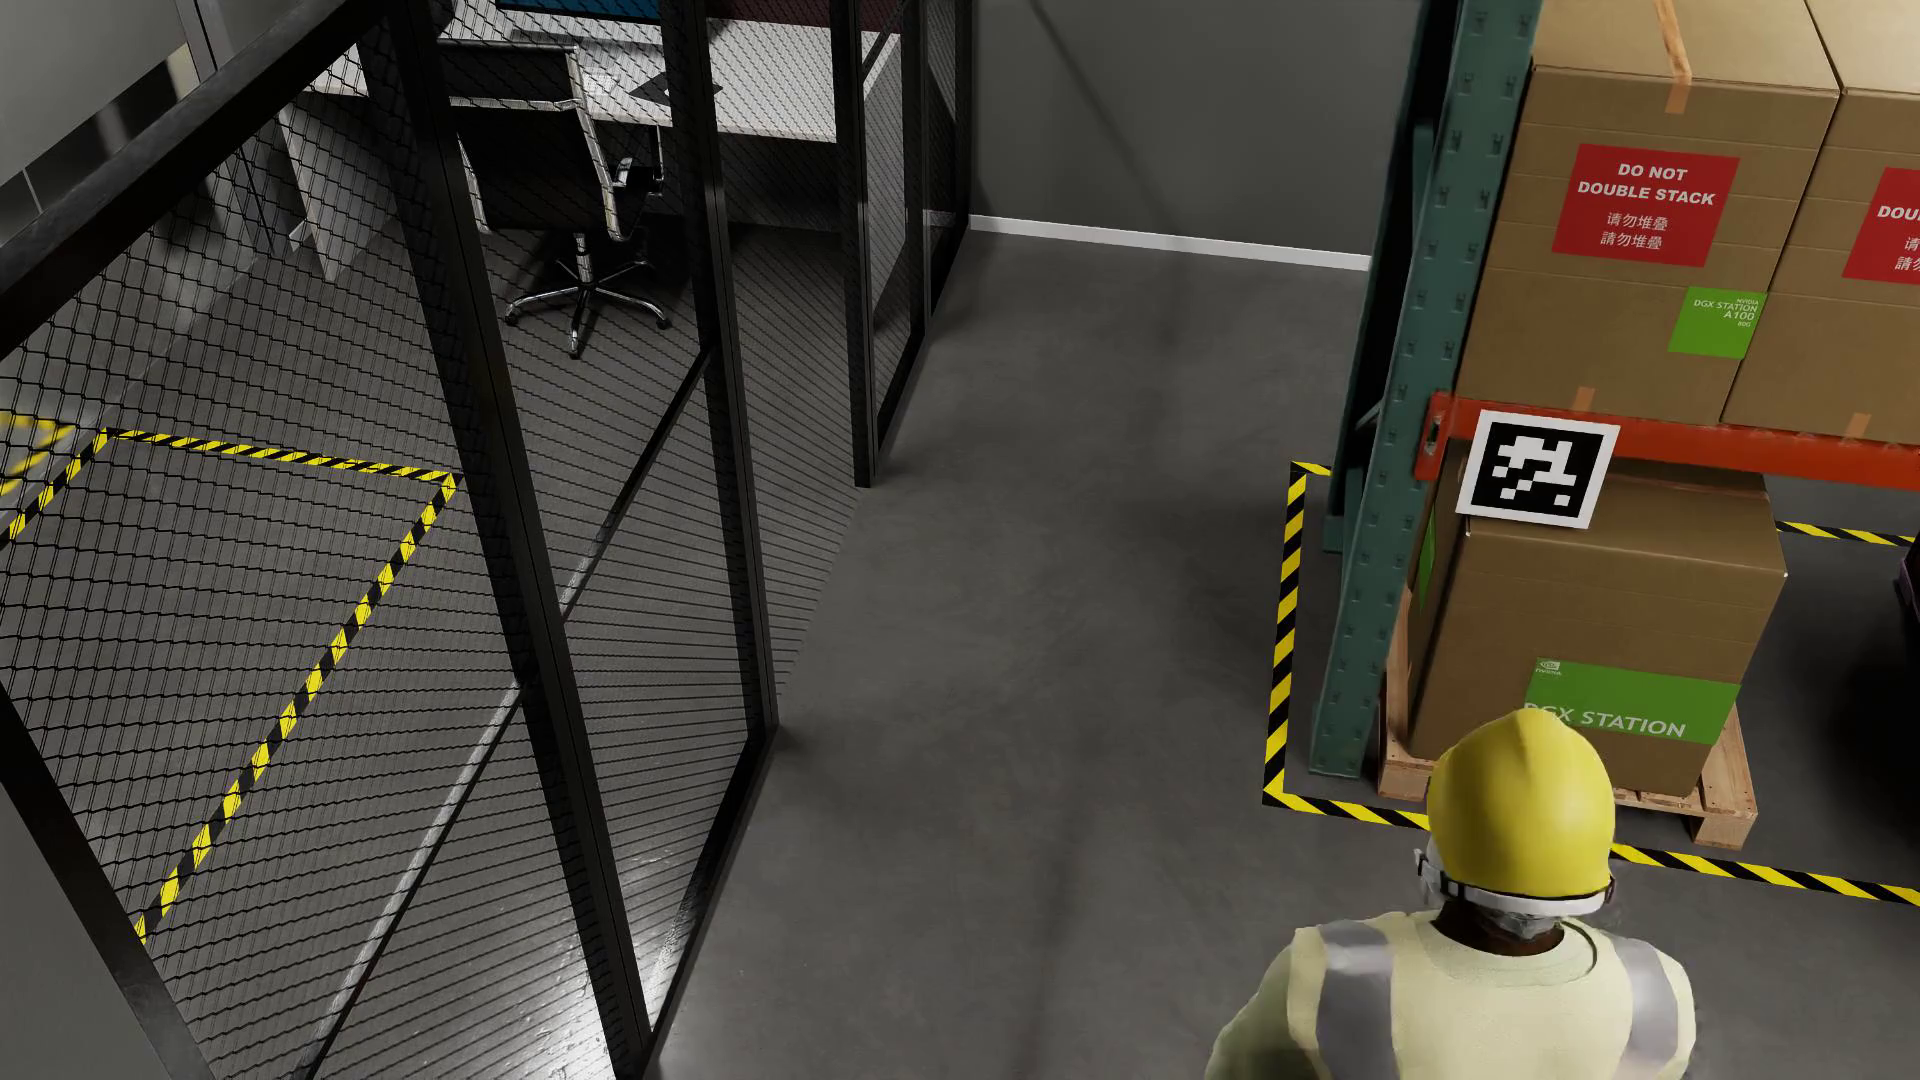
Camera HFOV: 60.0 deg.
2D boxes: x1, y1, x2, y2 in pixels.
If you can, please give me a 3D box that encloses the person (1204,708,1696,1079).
[{"bbox_3d":[0.674,0.955,2.523,0.590,1.788,0.935,-4,41,-5],"label":"person"}]
